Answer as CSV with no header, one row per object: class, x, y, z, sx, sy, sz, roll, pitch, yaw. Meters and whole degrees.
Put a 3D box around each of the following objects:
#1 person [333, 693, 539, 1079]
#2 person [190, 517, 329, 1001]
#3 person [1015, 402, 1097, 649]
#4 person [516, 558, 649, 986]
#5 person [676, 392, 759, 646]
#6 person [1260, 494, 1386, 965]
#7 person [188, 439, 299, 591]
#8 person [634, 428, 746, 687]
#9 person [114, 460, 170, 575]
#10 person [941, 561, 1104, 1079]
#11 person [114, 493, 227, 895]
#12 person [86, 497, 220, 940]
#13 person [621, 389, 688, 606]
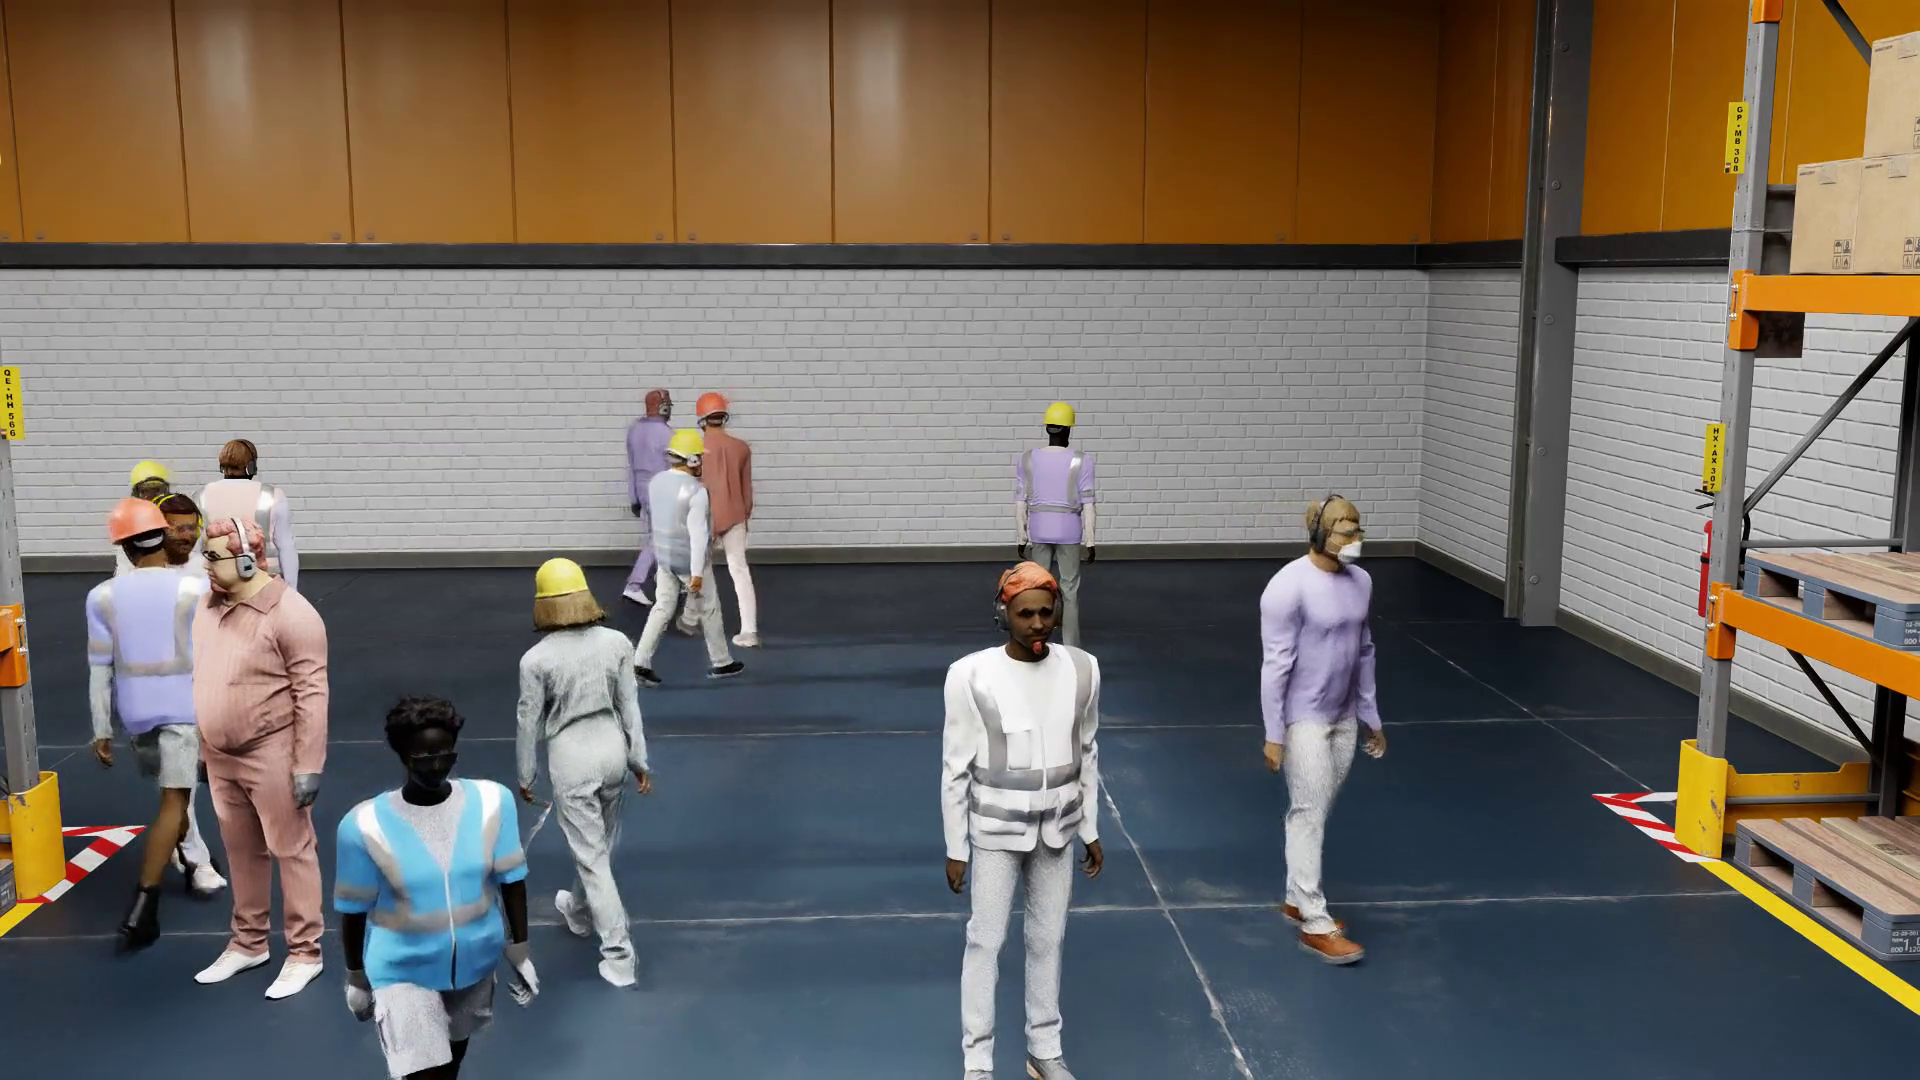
person,-1.522,1.247,4.864,0.533,1.648,0.889,-7,11,-36
person,-2.783,0.851,6.549,0.643,1.905,0.400,5,10,26
person,0.700,-0.036,12.039,0.595,1.925,0.373,3,10,18
person,-1.583,0.911,6.787,0.500,1.688,0.890,-8,12,-40
person,-1.867,-0.166,12.840,0.653,1.938,1.041,-7,11,-36
person,1.556,0.774,6.969,0.639,1.941,0.496,-8,12,-42
person,-4.378,0.297,10.216,0.634,1.842,0.429,-1,9,-7
person,-1.933,0.119,11.500,0.591,1.794,0.898,7,12,39
person,-4.763,0.384,9.999,0.786,1.733,0.531,9,12,43
person,0.216,1.003,5.650,0.584,1.882,0.337,-4,10,-22
person,-3.537,0.706,7.678,0.882,1.831,0.528,8,12,40
person,-3.518,0.755,7.271,0.528,1.876,1.008,-1,9,-4
person,-2.611,-0.381,14.417,0.954,1.866,0.658,-9,12,-43
